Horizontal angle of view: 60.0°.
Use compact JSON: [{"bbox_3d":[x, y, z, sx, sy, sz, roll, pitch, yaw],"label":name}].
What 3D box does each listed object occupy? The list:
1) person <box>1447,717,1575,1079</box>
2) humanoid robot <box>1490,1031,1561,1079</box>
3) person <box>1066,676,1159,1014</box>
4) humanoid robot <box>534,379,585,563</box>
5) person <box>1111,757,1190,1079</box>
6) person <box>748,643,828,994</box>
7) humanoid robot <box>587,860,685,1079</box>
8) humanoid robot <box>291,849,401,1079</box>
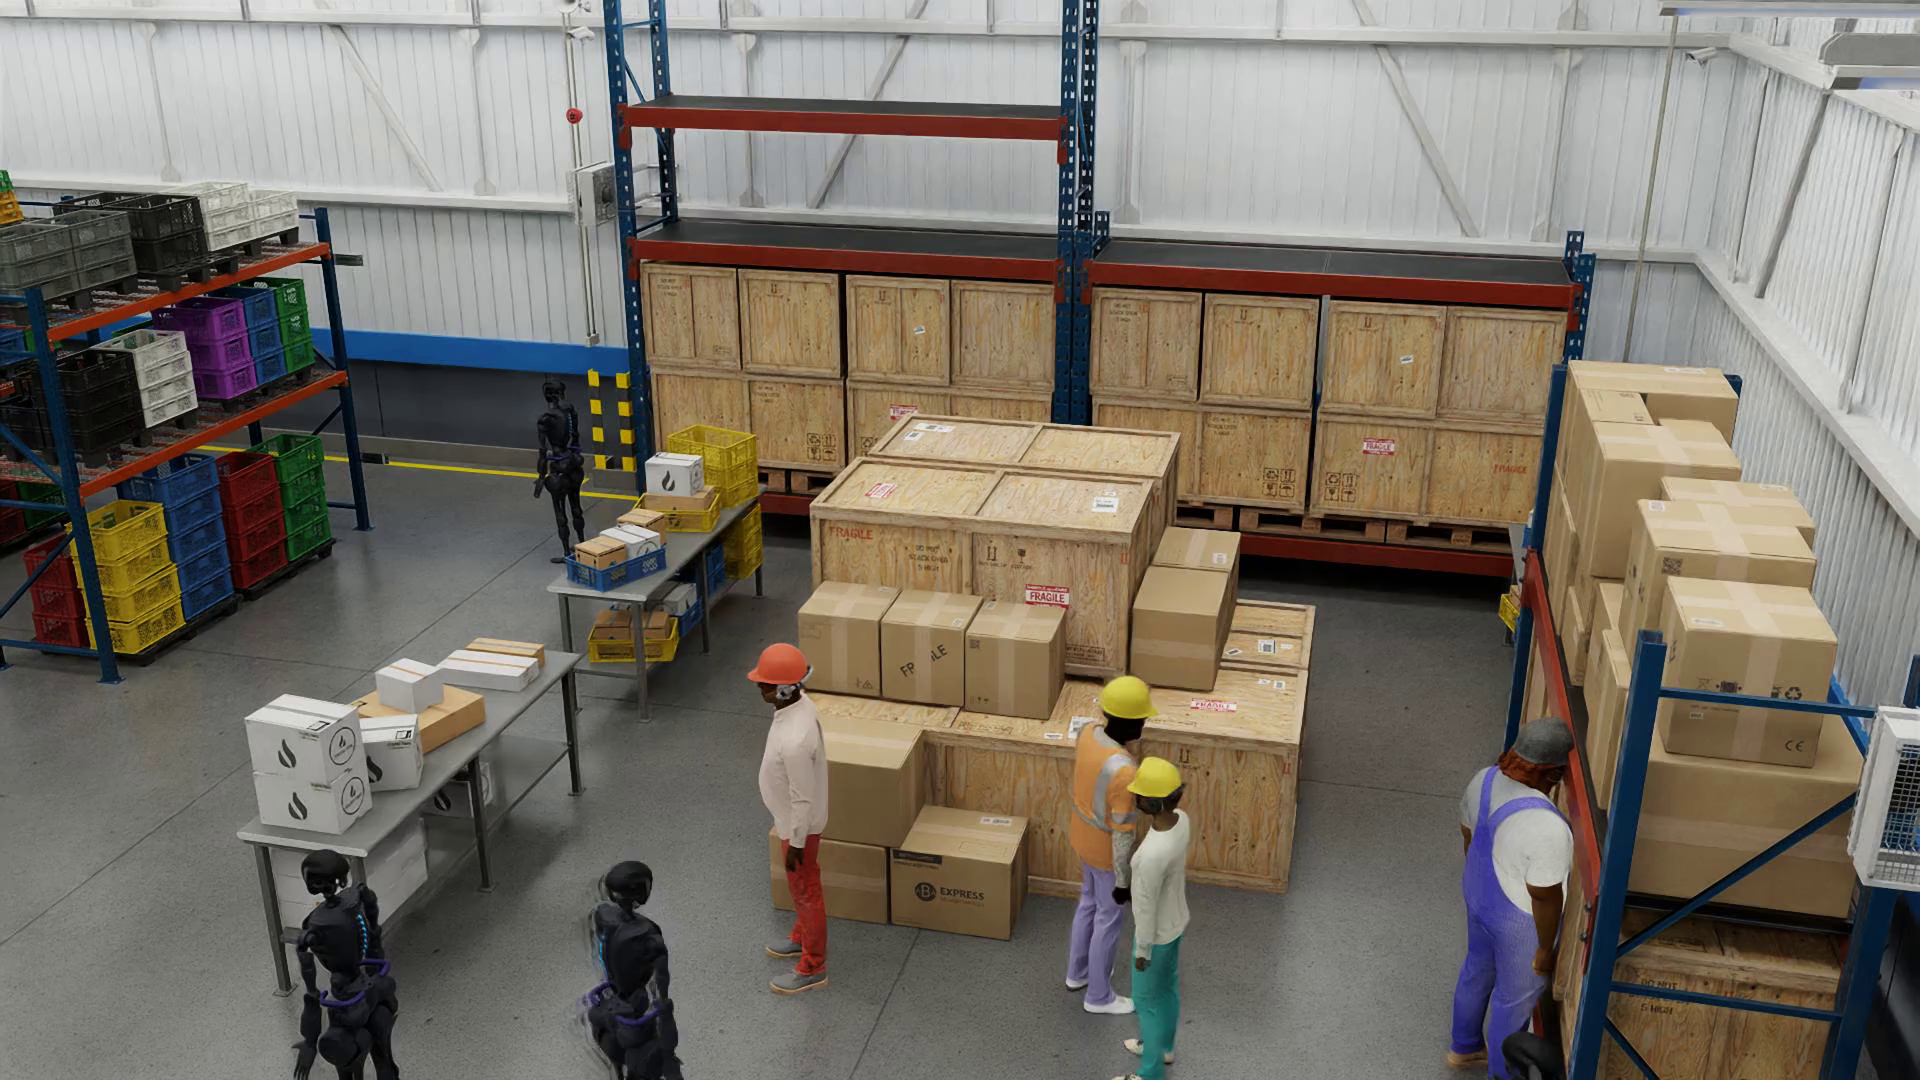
[{"bbox_3d":[2.698,1.758,7.968,0.536,2.000,0.687,-5,22,-13],"label":"person"},{"bbox_3d":[2.072,2.578,6.306,0.331,1.657,0.600,19,28,40],"label":"humanoid robot"},{"bbox_3d":[0.786,1.576,8.619,0.420,1.914,0.602,-8,22,-19],"label":"person"},{"bbox_3d":[-3.517,-0.618,14.670,0.313,1.657,0.609,9,23,21],"label":"humanoid robot"},{"bbox_3d":[0.938,1.865,8.083,0.328,1.757,0.533,9,23,22],"label":"person"},{"bbox_3d":[-0.886,1.464,8.799,0.388,1.995,0.611,-2,21,-6],"label":"person"},{"bbox_3d":[-1.412,2.167,7.408,0.596,1.650,0.408,17,27,38],"label":"humanoid robot"},{"bbox_3d":[-2.754,2.124,7.496,0.331,1.657,0.599,6,22,14],"label":"humanoid robot"}]
